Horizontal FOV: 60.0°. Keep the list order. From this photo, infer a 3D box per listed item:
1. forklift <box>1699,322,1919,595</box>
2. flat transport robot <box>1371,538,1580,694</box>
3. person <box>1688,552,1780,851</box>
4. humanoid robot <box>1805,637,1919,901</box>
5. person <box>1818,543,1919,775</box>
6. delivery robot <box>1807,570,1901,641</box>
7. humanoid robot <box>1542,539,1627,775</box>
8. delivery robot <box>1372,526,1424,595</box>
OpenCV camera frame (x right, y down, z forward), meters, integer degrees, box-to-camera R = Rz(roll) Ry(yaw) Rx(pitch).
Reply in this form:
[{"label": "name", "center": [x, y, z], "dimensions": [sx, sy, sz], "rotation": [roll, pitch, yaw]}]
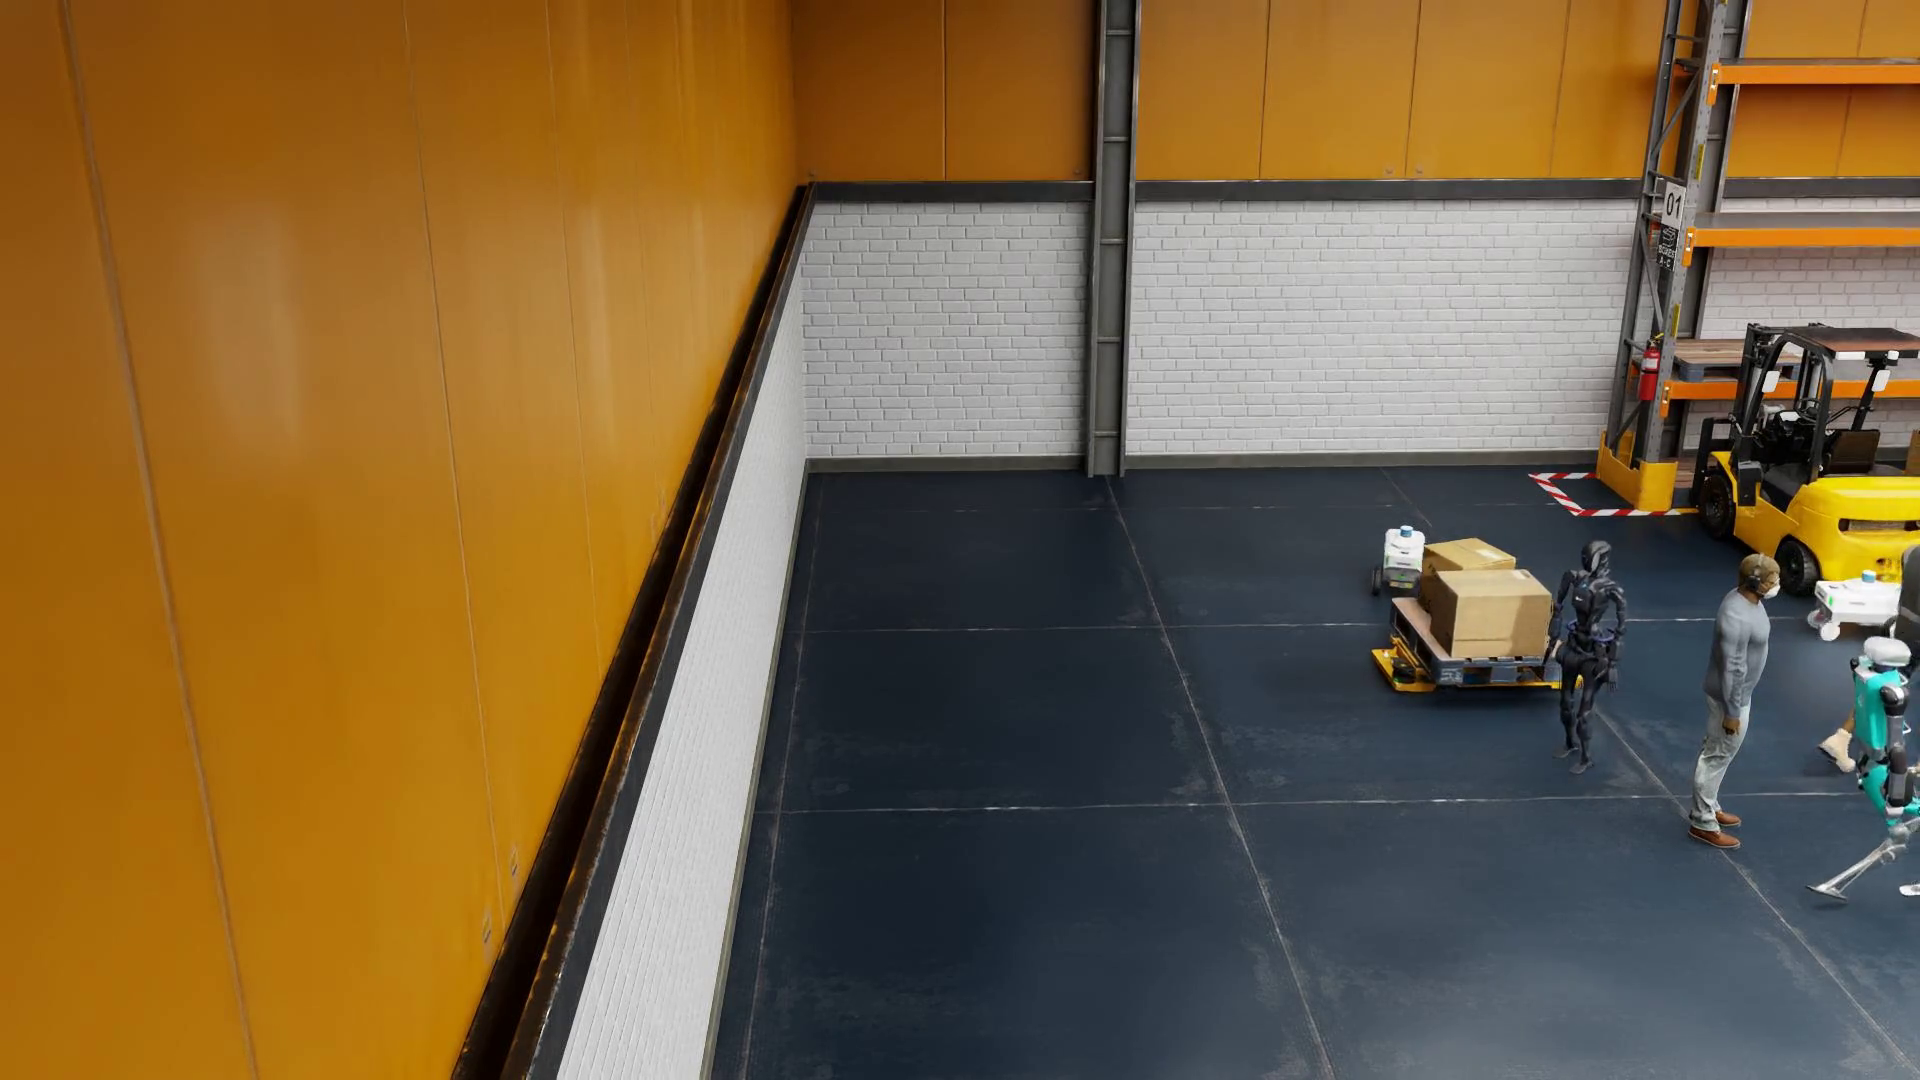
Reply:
[{"label": "forklift", "center": [7.809, -0.792, 14.926], "dimensions": [1.214, 2.155, 2.313], "rotation": [-1, 20, -2]}, {"label": "flat transport robot", "center": [4.006, 0.957, 12.957], "dimensions": [1.431, 0.231, 0.659], "rotation": [-1, 20, -3]}, {"label": "person", "center": [4.867, 0.989, 10.464], "dimensions": [0.372, 1.939, 0.630], "rotation": [10, 22, 25]}, {"label": "humanoid robot", "center": [5.558, 1.394, 9.679], "dimensions": [1.007, 1.727, 0.530], "rotation": [2, 20, 5]}, {"label": "person", "center": [6.402, 0.694, 11.164], "dimensions": [0.945, 2.013, 0.609], "rotation": [-3, 20, -8]}, {"label": "delivery robot", "center": [7.434, 0.547, 13.663], "dimensions": [0.802, 0.600, 0.499], "rotation": [2, 20, 5]}, {"label": "humanoid robot", "center": [4.278, 0.773, 11.416], "dimensions": [0.339, 1.649, 0.609], "rotation": [-13, 24, -31]}, {"label": "delivery robot", "center": [3.921, 0.175, 14.652], "dimensions": [0.525, 0.587, 0.750], "rotation": [5, 21, 13]}]
